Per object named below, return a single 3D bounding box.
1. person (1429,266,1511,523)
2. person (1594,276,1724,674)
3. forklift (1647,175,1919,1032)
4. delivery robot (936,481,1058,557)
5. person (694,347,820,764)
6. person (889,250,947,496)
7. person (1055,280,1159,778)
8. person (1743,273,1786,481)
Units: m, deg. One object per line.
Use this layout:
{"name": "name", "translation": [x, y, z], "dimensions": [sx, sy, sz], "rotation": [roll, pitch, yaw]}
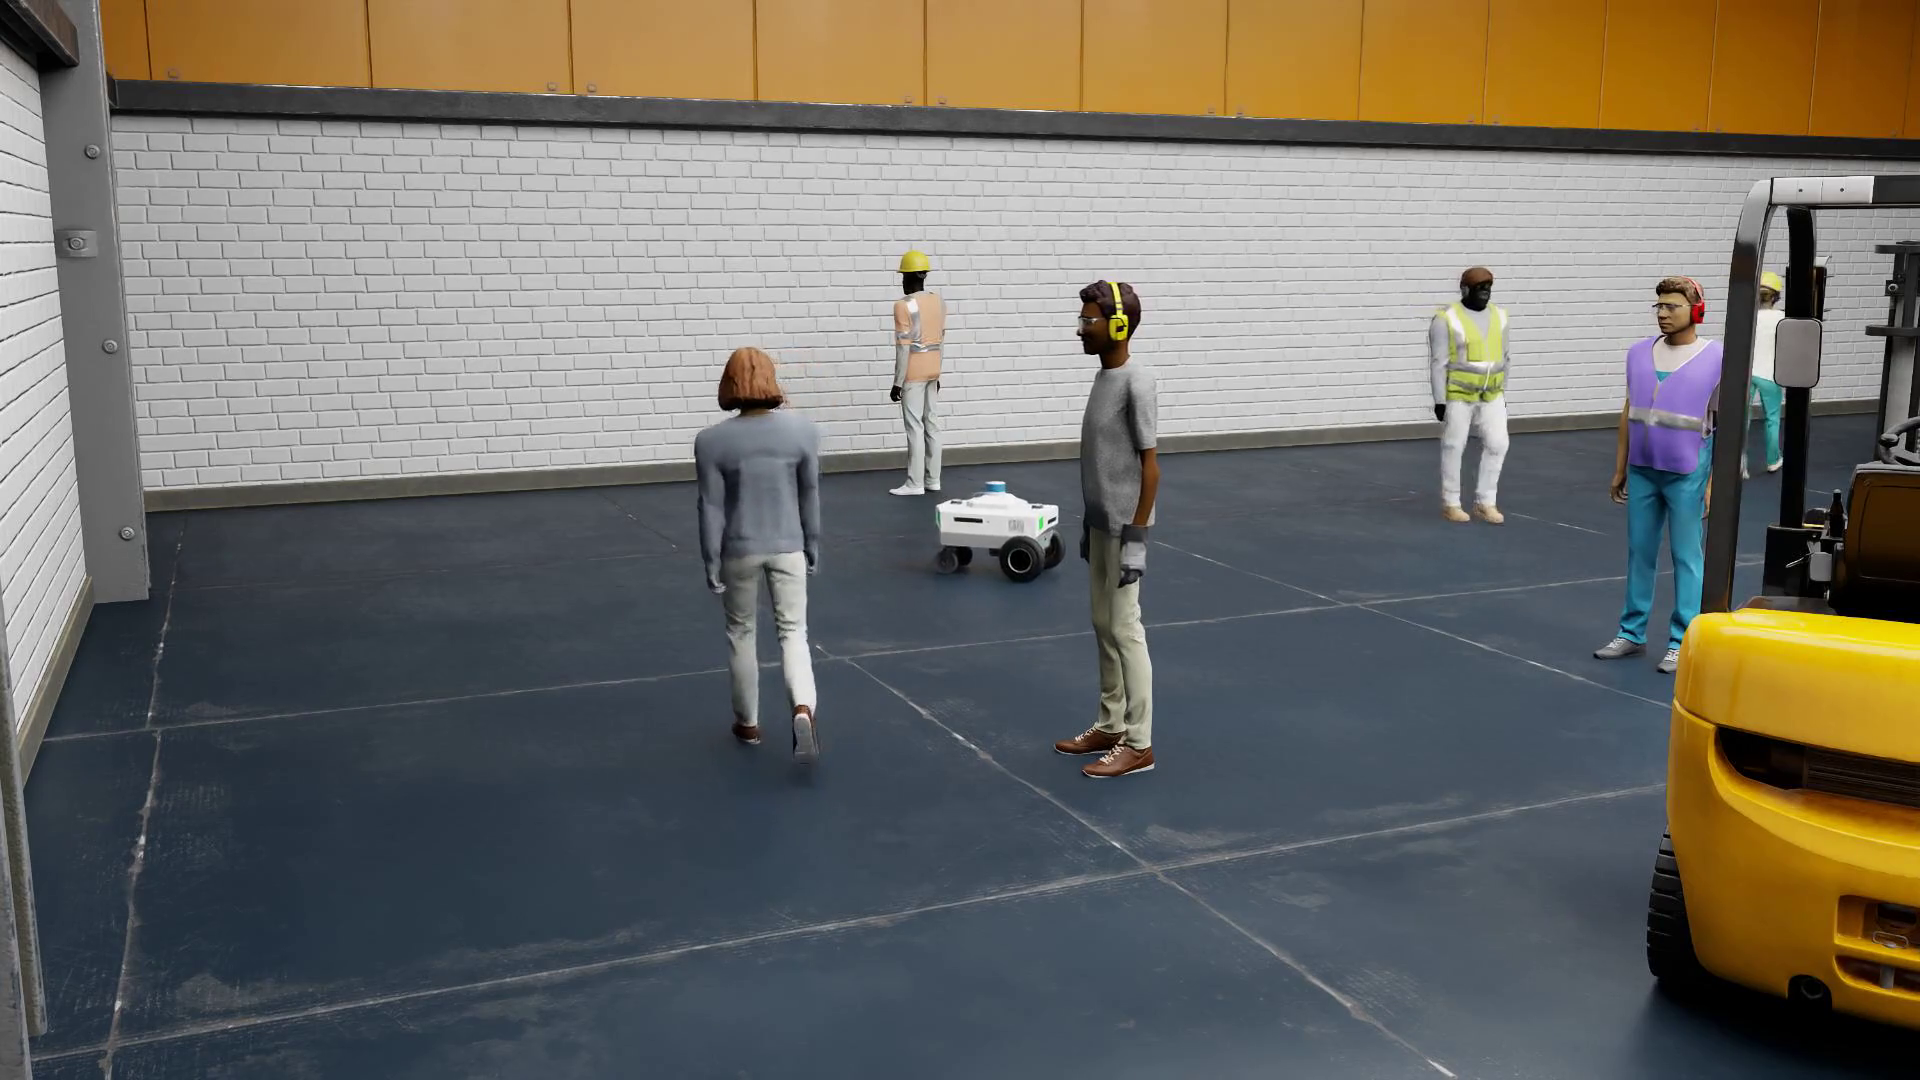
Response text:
{"name": "person", "translation": [3.649, -1.009, 11.757], "dimensions": [0.661, 1.823, 0.618], "rotation": [-2, 11, -13]}
{"name": "person", "translation": [3.344, -0.306, 7.822], "dimensions": [0.389, 1.848, 0.563], "rotation": [-7, 12, -34]}
{"name": "forklift", "translation": [2.810, 0.094, 4.662], "dimensions": [1.214, 2.155, 2.313], "rotation": [7, 12, 34]}
{"name": "delivery robot", "translation": [0.220, -0.110, 10.045], "dimensions": [0.707, 0.478, 0.477], "rotation": [4, 11, 20]}
{"name": "person", "translation": [-0.764, 0.059, 6.450], "dimensions": [0.500, 1.610, 0.715], "rotation": [-3, 11, -15]}
{"name": "person", "translation": [-0.341, -1.305, 13.108], "dimensions": [0.363, 1.928, 0.587], "rotation": [7, 12, 34]}
{"name": "person", "translation": [0.572, -0.039, 6.289], "dimensions": [0.311, 1.869, 0.533], "rotation": [-3, 11, -15]}
{"name": "person", "translation": [6.763, -1.376, 14.026], "dimensions": [0.551, 1.721, 0.870], "rotation": [8, 13, 39]}
